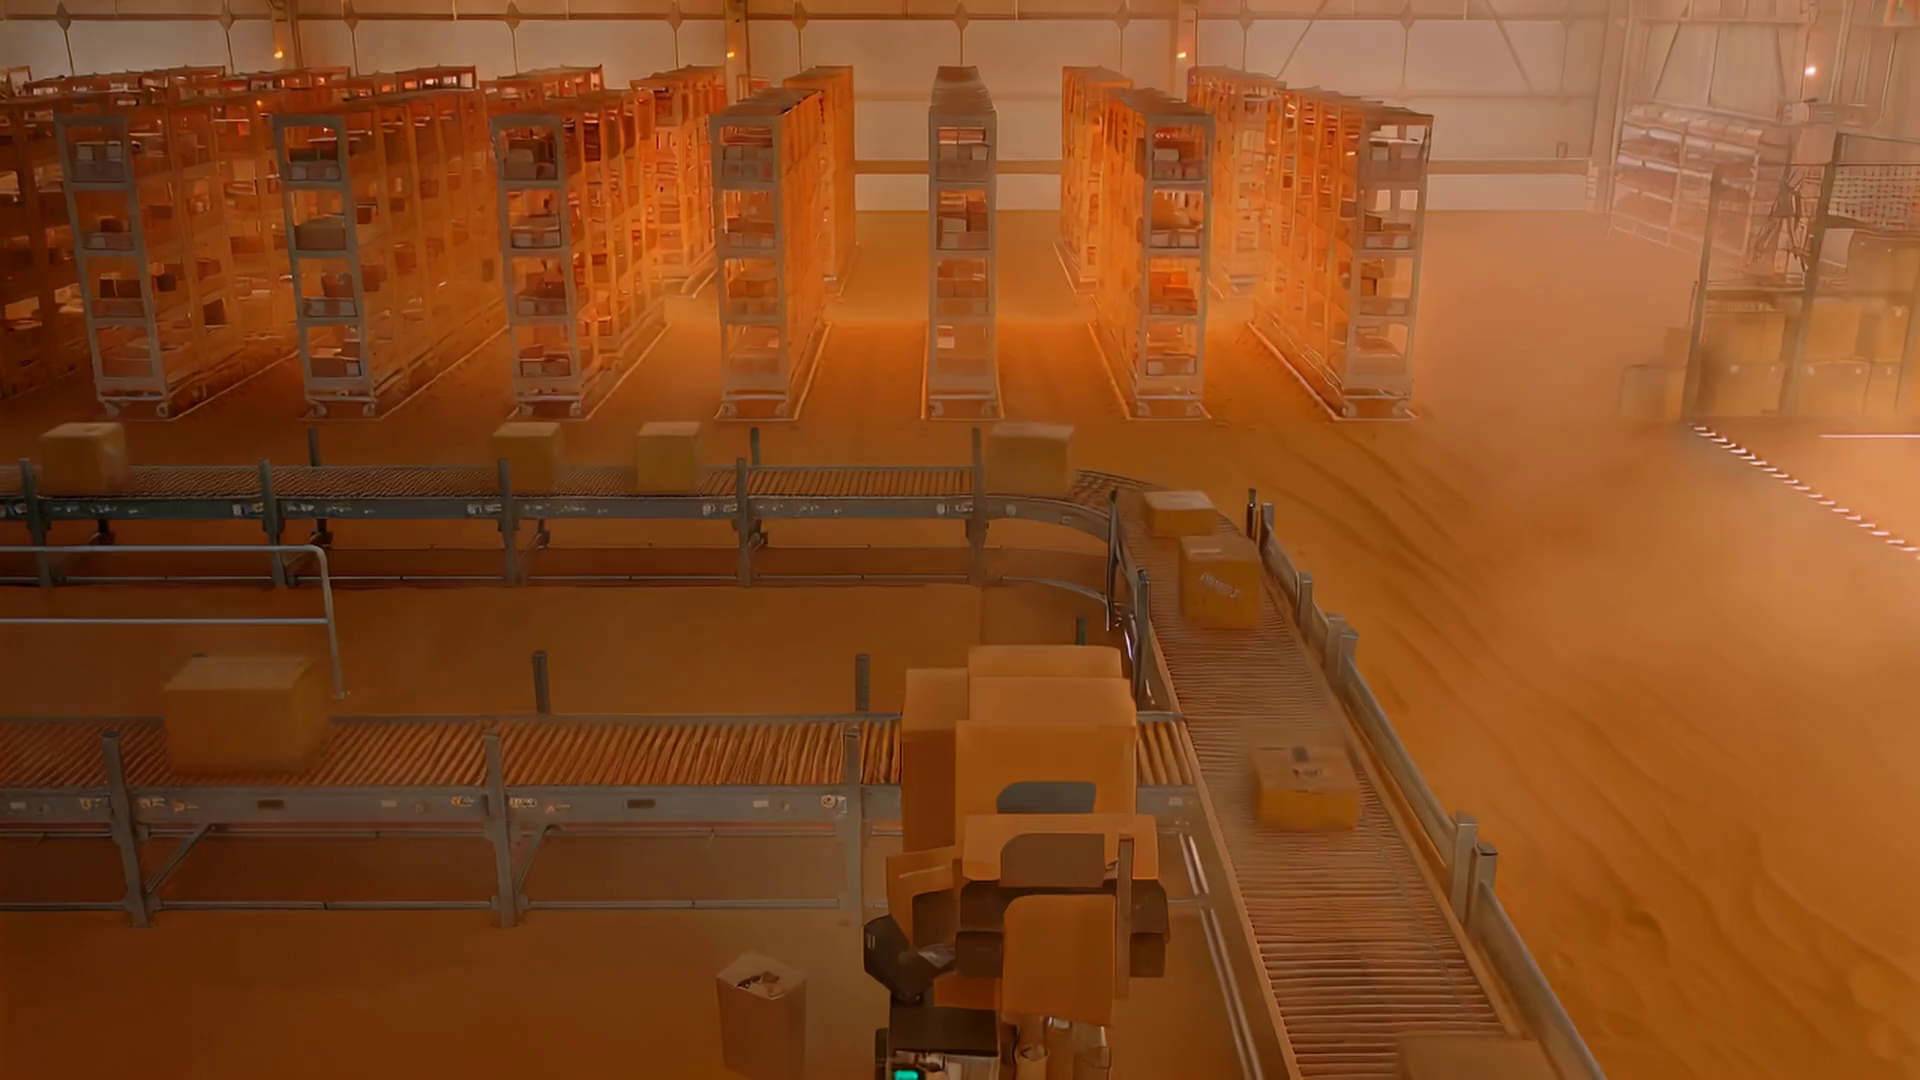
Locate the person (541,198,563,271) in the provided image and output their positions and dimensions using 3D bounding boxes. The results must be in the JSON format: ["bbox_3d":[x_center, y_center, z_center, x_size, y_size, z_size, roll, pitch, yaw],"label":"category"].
[{"bbox_3d":[-6.459,-4.579,26.781,0.600,1.830,0.404,-6,19,-18],"label":"person"}]

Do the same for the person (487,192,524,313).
[{"bbox_3d":[-7.314,-4.610,26.707,1.044,1.939,0.636,-4,18,-13],"label":"person"}]
